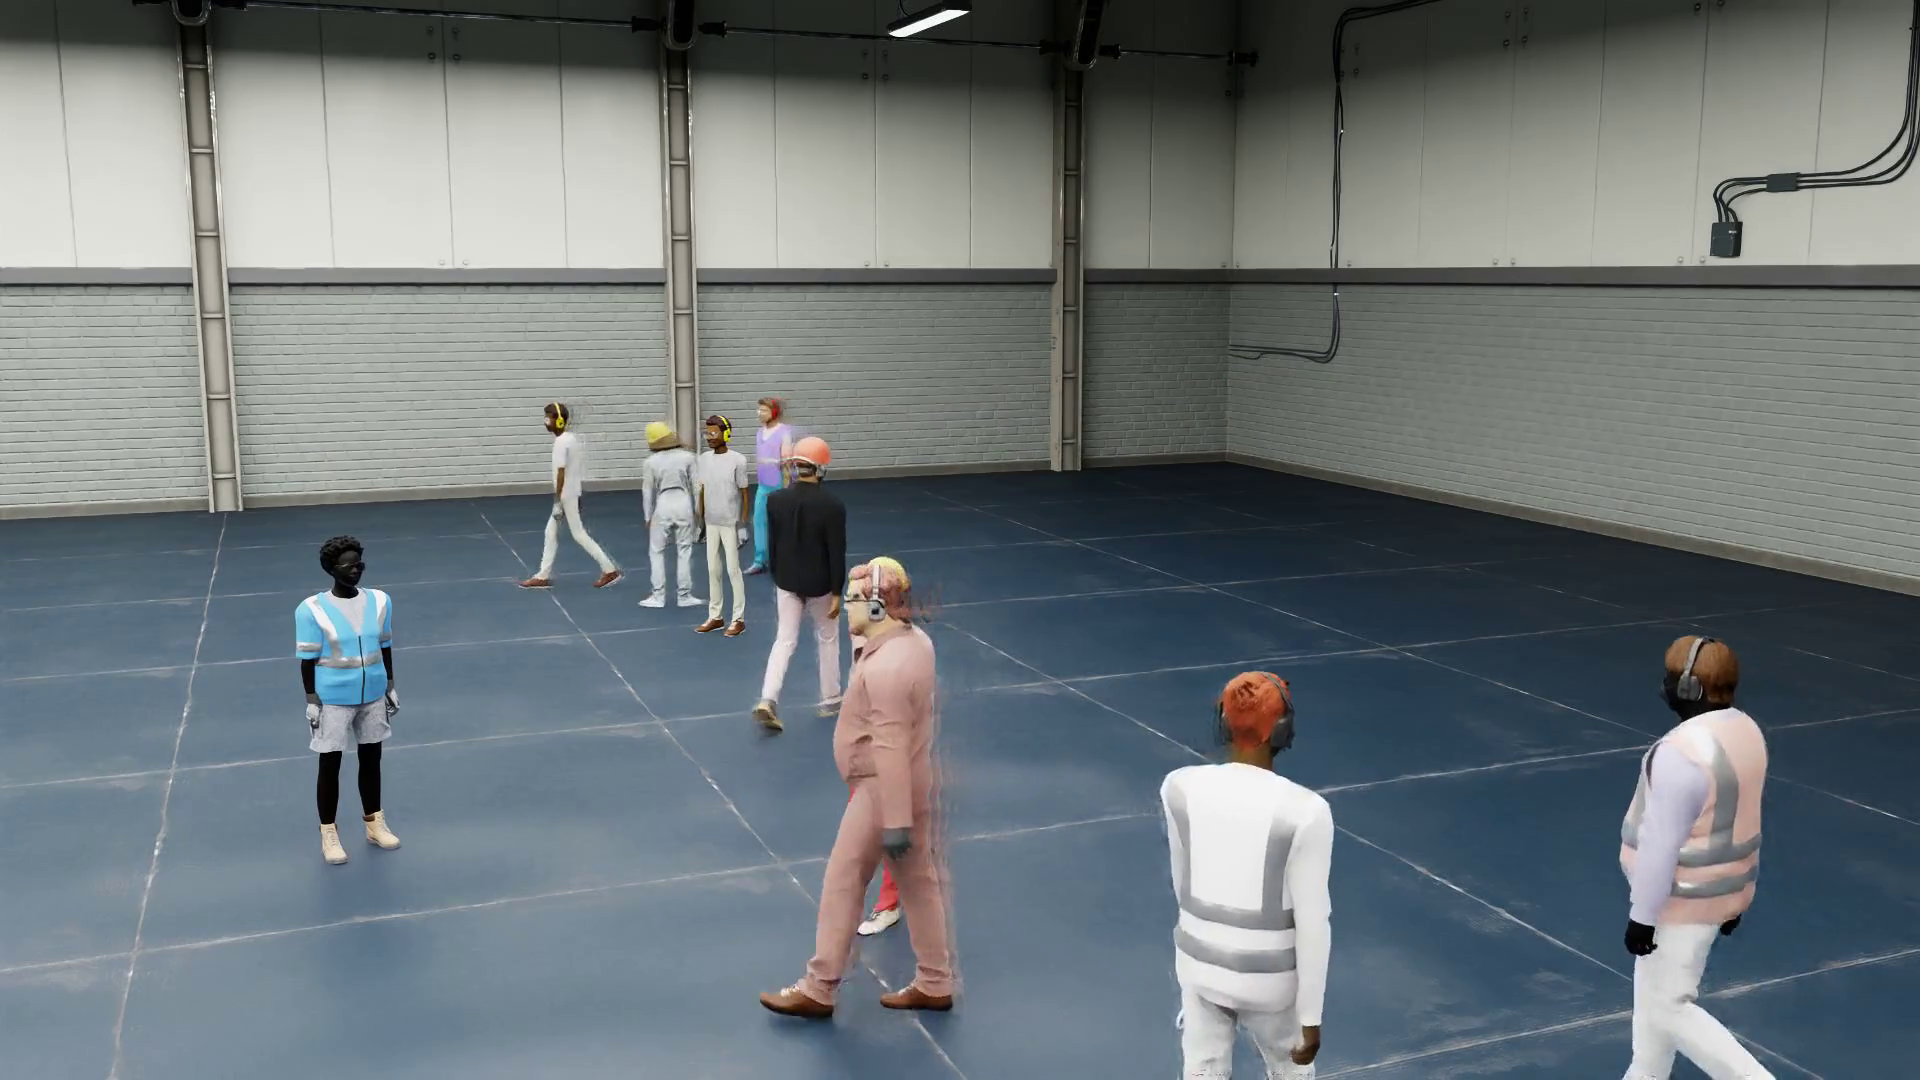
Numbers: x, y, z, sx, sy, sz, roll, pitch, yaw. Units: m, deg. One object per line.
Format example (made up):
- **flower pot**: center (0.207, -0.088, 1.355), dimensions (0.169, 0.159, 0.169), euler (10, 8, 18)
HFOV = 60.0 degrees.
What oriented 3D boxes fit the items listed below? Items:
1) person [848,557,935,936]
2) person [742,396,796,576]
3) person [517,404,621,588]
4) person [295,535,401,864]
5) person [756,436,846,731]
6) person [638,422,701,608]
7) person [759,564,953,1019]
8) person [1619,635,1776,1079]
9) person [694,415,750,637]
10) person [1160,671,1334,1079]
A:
- **person**: center (-0.283, 0.928, 7.788), dimensions (0.537, 1.749, 0.602), euler (8, 12, 42)
- **person**: center (-1.844, -0.560, 16.929), dimensions (0.812, 1.817, 0.578), euler (-8, 12, -40)
- **person**: center (-3.766, -0.416, 16.034), dimensions (0.977, 1.823, 0.535), euler (-1, 9, -8)
- **person**: center (-3.176, 0.815, 8.665), dimensions (0.318, 1.700, 0.536), euler (8, 12, 41)
- **person**: center (-1.049, 0.288, 11.146), dimensions (0.605, 1.968, 0.930), euler (3, 10, 18)
- **person**: center (-2.655, -0.220, 15.166), dimensions (0.612, 1.707, 0.346), euler (-2, 9, -13)
- **person**: center (-0.430, 1.026, 6.771), dimensions (0.883, 1.873, 0.679), euler (1, 9, 7)
- **person**: center (2.558, 1.231, 5.697), dimensions (0.733, 1.814, 0.622), euler (8, 12, 42)
- **person**: center (-2.010, -0.121, 14.015), dimensions (0.537, 1.869, 0.314), euler (5, 10, 30)
- **person**: center (0.911, 1.305, 5.092), dimensions (0.570, 1.853, 0.810), euler (6, 11, 31)
